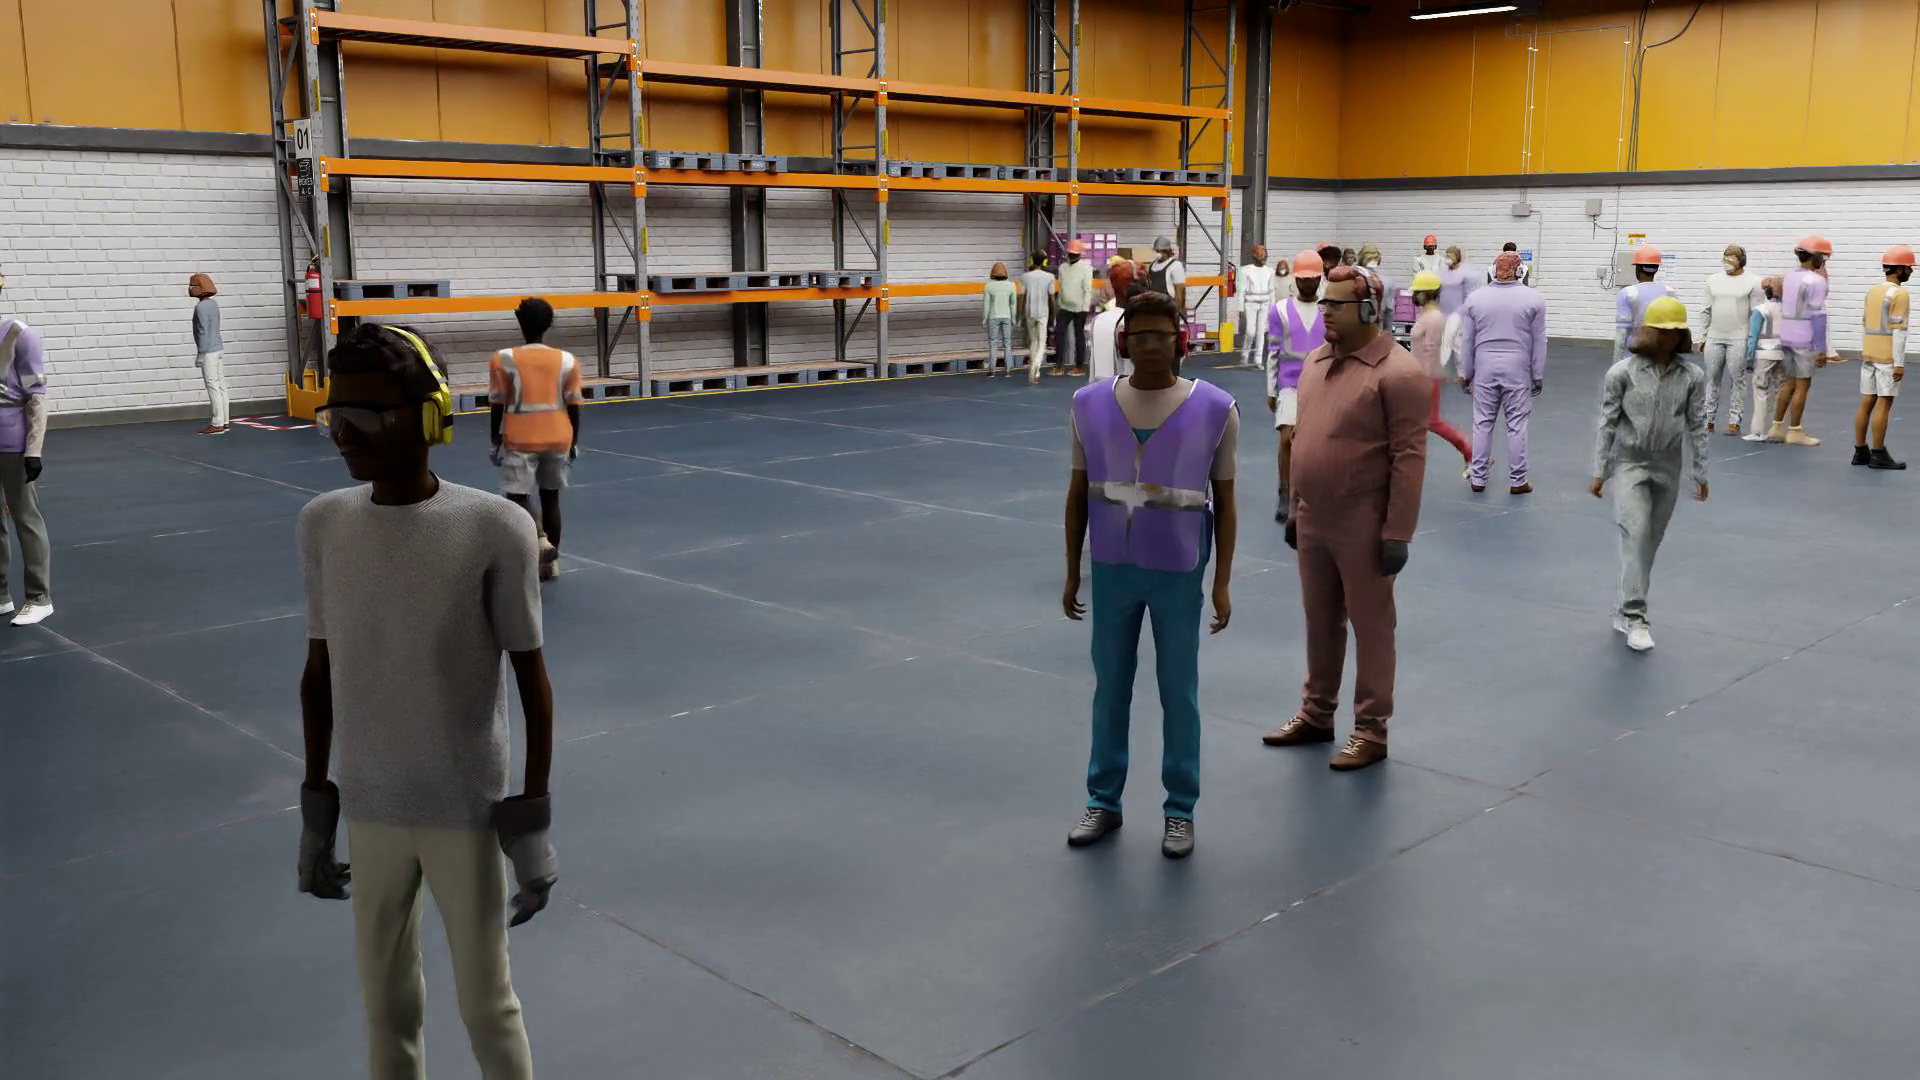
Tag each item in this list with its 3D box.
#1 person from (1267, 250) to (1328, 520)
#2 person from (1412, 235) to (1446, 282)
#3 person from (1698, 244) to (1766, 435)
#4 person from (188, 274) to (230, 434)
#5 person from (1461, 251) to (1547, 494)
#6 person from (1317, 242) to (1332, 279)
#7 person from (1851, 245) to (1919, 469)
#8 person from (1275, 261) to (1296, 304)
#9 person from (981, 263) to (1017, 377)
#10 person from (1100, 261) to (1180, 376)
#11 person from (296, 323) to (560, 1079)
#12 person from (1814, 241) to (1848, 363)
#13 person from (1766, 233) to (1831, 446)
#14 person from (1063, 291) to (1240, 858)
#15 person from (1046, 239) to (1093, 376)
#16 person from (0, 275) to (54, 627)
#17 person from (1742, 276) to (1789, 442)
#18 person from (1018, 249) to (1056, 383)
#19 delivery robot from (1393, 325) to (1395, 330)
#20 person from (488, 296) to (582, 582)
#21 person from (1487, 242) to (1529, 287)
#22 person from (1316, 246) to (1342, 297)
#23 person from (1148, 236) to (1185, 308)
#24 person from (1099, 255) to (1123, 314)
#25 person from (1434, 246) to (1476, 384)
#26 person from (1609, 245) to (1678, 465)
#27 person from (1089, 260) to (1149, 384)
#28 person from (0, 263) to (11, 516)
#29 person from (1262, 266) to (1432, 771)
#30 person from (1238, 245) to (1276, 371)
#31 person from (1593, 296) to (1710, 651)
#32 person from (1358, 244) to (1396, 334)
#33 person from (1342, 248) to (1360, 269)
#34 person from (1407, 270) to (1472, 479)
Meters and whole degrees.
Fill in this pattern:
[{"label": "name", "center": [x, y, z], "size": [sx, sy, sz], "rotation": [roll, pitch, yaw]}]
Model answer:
[{"label": "person", "center": [2.457, -1.076, 11.775], "size": [0.546, 1.914, 0.722], "rotation": [1, 10, 6]}, {"label": "person", "center": [8.813, -4.705, 31.251], "size": [0.618, 2.028, 0.409], "rotation": [1, 10, 5]}, {"label": "person", "center": [7.817, -2.030, 16.912], "size": [0.371, 1.934, 0.627], "rotation": [-9, 14, -41]}, {"label": "person", "center": [-7.690, -1.899, 17.010], "size": [0.278, 1.634, 0.498], "rotation": [-1, 10, -6]}, {"label": "person", "center": [4.271, -1.310, 13.074], "size": [0.639, 1.902, 0.402], "rotation": [6, 12, 28]}, {"label": "person", "center": [5.956, -4.003, 27.719], "size": [0.594, 1.908, 0.432], "rotation": [0, 10, 2]}, {"label": "person", "center": [8.070, -1.588, 14.485], "size": [0.377, 1.938, 0.547], "rotation": [0, 10, 0]}, {"label": "person", "center": [5.575, -4.069, 28.976], "size": [0.510, 1.577, 0.879], "rotation": [2, 11, 10]}, {"label": "person", "center": [0.559, -3.141, 23.791], "size": [0.531, 1.635, 0.294], "rotation": [-3, 11, -16]}, {"label": "person", "center": [1.384, -1.251, 12.956], "size": [0.645, 1.825, 0.491], "rotation": [1, 10, 5]}, {"label": "person", "center": [-1.015, 0.529, 3.146], "size": [0.535, 1.863, 0.309], "rotation": [2, 11, 12]}, {"label": "person", "center": [13.688, -3.820, 26.660], "size": [1.041, 1.948, 0.632], "rotation": [9, 14, 41]}, {"label": "person", "center": [8.109, -1.917, 16.006], "size": [0.392, 2.039, 0.643], "rotation": [-1, 10, -4]}, {"label": "person", "center": [0.621, 0.110, 5.473], "size": [0.572, 1.844, 0.376], "rotation": [4, 11, 20]}, {"label": "person", "center": [1.565, -3.291, 23.710], "size": [0.643, 1.956, 0.827], "rotation": [9, 14, 40]}, {"label": "person", "center": [-5.010, -0.508, 8.635], "size": [0.586, 1.923, 0.371], "rotation": [3, 11, 14]}, {"label": "person", "center": [7.944, -1.768, 16.303], "size": [0.515, 1.631, 0.332], "rotation": [-2, 11, -11]}, {"label": "person", "center": [1.035, -3.031, 22.648], "size": [0.541, 1.842, 0.767], "rotation": [3, 11, 17]}, {"label": "delivery robot", "center": [7.420, -3.680, 29.411], "size": [0.707, 0.478, 0.477], "rotation": [4, 11, 21]}, {"label": "person", "center": [-2.410, -0.556, 9.566], "size": [0.540, 1.677, 0.597], "rotation": [-6, 12, -31]}, {"label": "person", "center": [8.089, -3.436, 24.624], "size": [0.590, 1.915, 0.386], "rotation": [3, 11, 16]}, {"label": "person", "center": [4.067, -2.257, 18.211], "size": [1.023, 1.915, 0.628], "rotation": [-4, 11, -22]}, {"label": "person", "center": [3.081, -3.537, 24.830], "size": [0.768, 2.000, 0.697], "rotation": [-7, 13, -34]}, {"label": "person", "center": [2.151, -3.024, 22.831], "size": [0.510, 1.749, 0.366], "rotation": [6, 12, 31]}, {"label": "person", "center": [6.579, -3.004, 22.387], "size": [1.062, 1.881, 0.647], "rotation": [-6, 12, -30]}, {"label": "person", "center": [5.954, -1.602, 14.559], "size": [0.548, 1.937, 0.358], "rotation": [-2, 11, -9]}, {"label": "person", "center": [0.957, -0.680, 9.684], "size": [0.351, 1.882, 0.578], "rotation": [-5, 11, -24]}, {"label": "person", "center": [-7.003, -1.108, 12.055], "size": [0.311, 1.869, 0.534], "rotation": [-3, 11, -16]}, {"label": "person", "center": [1.465, -0.082, 6.359], "size": [0.401, 1.910, 0.642], "rotation": [-6, 12, -28]}, {"label": "person", "center": [4.453, -3.469, 24.908], "size": [0.600, 1.873, 0.424], "rotation": [-3, 11, -16]}, {"label": "person", "center": [3.421, -0.318, 8.132], "size": [0.512, 1.712, 0.737], "rotation": [-1, 10, -3]}, {"label": "person", "center": [4.230, -2.115, 17.377], "size": [0.626, 1.923, 0.504], "rotation": [0, 10, 2]}, {"label": "person", "center": [6.037, -3.615, 25.874], "size": [0.545, 1.806, 0.891], "rotation": [0, 10, 0]}, {"label": "person", "center": [3.910, -1.337, 13.677], "size": [0.752, 1.746, 0.528], "rotation": [1, 10, 4]}]
